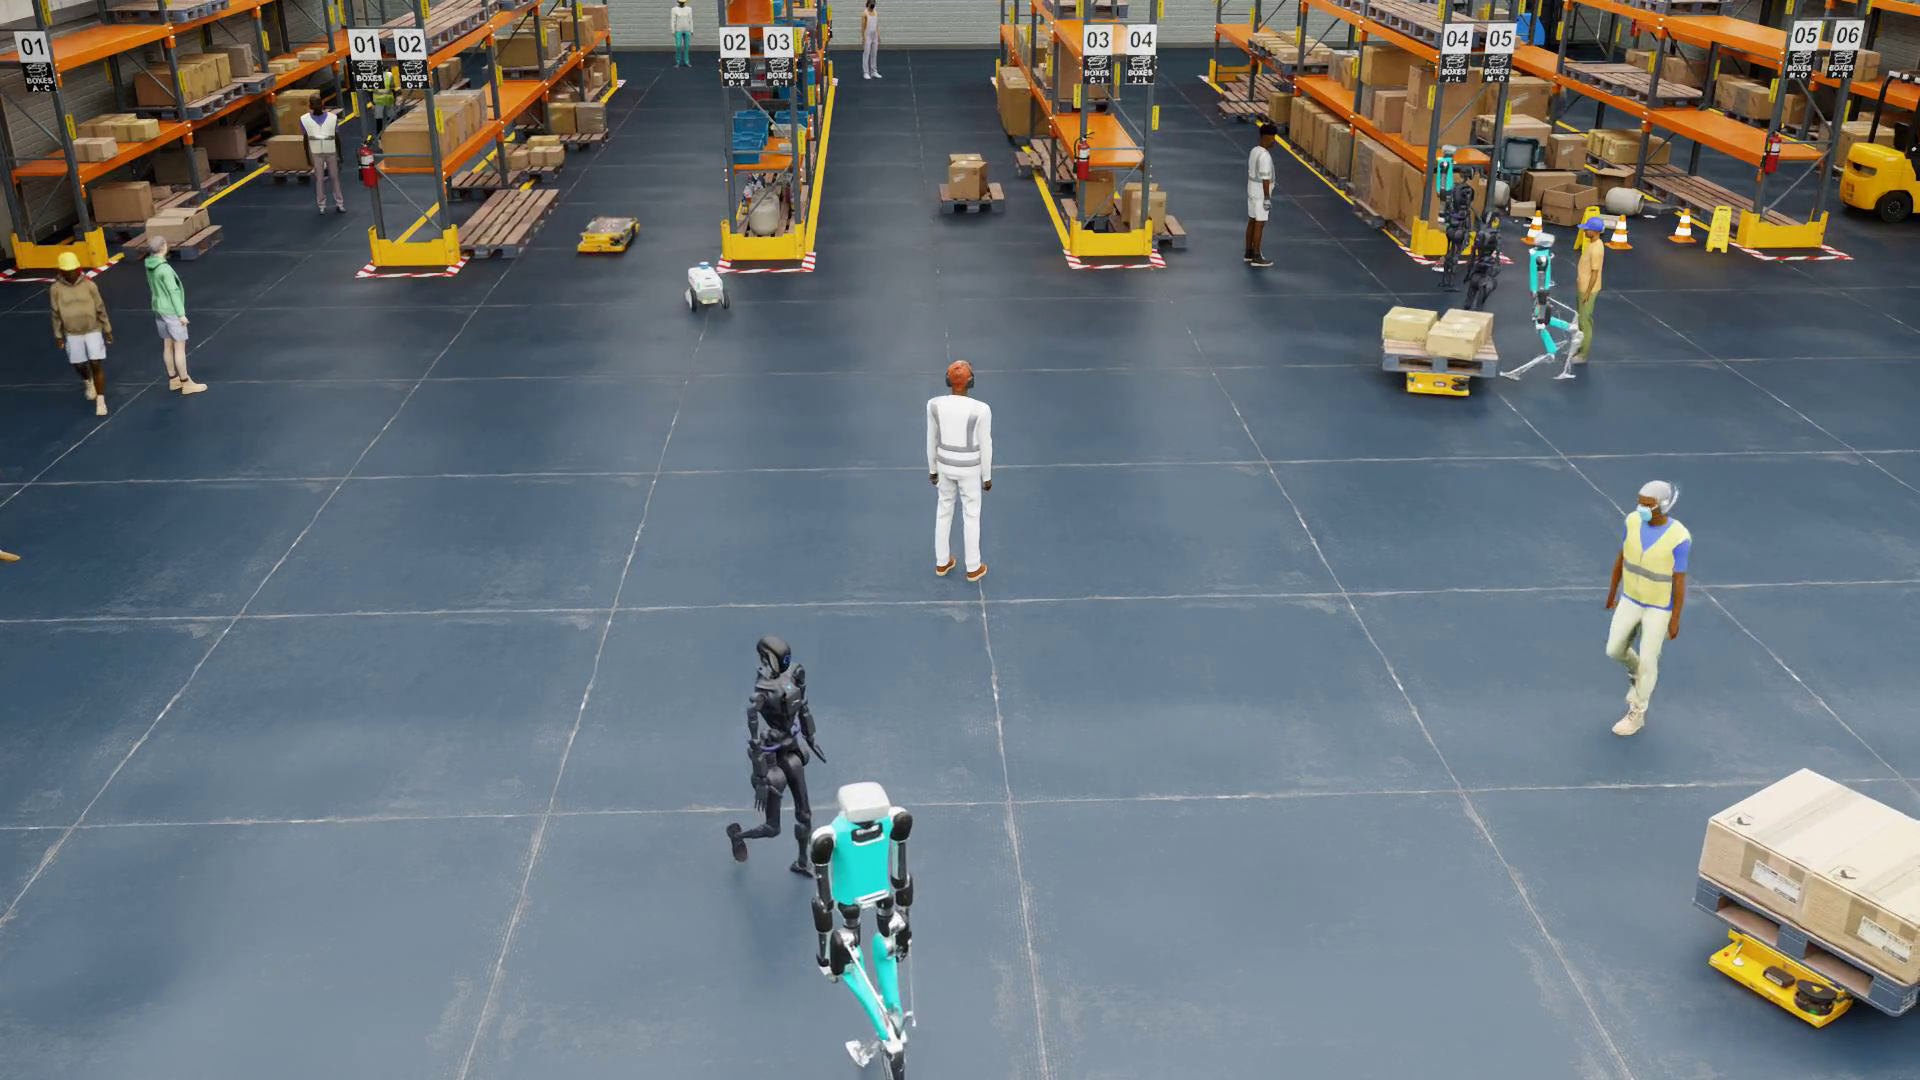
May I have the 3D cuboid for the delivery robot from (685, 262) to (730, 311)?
[{"bbox_3d":[-3.290,-3.270,21.490,0.520,0.613,0.784,-7,25,-16],"label":"delivery robot"}]

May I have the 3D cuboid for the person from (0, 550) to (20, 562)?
[{"bbox_3d":[-8.306,-0.608,13.858,0.380,1.892,0.574,2,24,5],"label":"person"}]

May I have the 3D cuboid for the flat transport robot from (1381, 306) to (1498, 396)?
[{"bbox_3d":[5.377,-1.948,18.850,0.659,0.231,1.431,5,24,11],"label":"flat transport robot"}]

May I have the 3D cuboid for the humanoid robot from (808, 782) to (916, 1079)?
[{"bbox_3d":[-0.341,2.094,8.035,0.533,1.783,1.037,-13,27,-26],"label":"humanoid robot"}]

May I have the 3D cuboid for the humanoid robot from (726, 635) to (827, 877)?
[{"bbox_3d":[-1.109,1.270,9.910,0.622,1.643,0.595,14,27,28],"label":"humanoid robot"}]

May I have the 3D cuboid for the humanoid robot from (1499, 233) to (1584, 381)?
[{"bbox_3d":[6.572,-2.492,18.307,1.036,1.743,0.541,5,24,11],"label":"humanoid robot"}]

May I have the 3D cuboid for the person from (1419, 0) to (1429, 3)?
[{"bbox_3d":[11.661,-12.994,41.790,0.396,1.799,0.586,-6,25,-13],"label":"person"}]

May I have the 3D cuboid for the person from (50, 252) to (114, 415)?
[{"bbox_3d":[-9.297,-2.214,17.627,0.552,1.743,0.583,-11,26,-23],"label":"person"}]

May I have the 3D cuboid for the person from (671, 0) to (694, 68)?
[{"bbox_3d":[-6.757,-12.420,40.554,0.530,1.759,0.364,-13,27,-27],"label":"person"}]

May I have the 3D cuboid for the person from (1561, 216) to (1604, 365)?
[{"bbox_3d":[7.183,-2.872,19.144,0.350,1.716,0.458,6,25,13],"label":"person"}]

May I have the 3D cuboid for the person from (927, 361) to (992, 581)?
[{"bbox_3d":[-0.009,-0.571,13.788,0.574,1.877,0.341,10,26,22],"label":"person"}]

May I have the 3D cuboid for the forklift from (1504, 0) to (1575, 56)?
[{"bbox_3d":[14.700,-13.805,42.301,1.873,2.768,1.129,-1,24,-2],"label":"forklift"}]

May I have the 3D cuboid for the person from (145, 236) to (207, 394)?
[{"bbox_3d":[-8.639,-2.460,18.186,0.481,1.743,0.339,17,29,34],"label":"person"}]

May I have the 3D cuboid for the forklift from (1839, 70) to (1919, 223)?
[{"bbox_3d":[15.132,-6.143,25.915,2.313,2.155,1.214,-1,24,-2],"label":"forklift"}]

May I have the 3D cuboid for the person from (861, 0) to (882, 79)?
[{"bbox_3d":[-2.066,-11.762,38.956,0.546,1.858,0.382,-19,30,-36],"label":"person"}]

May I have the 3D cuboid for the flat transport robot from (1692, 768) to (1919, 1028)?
[{"bbox_3d":[4.964,2.258,9.398,1.431,0.231,0.659,-15,28,-31],"label":"flat transport robot"}]

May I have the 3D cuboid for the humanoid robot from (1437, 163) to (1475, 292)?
[{"bbox_3d":[6.616,-4.161,22.070,0.315,1.659,0.599,-1,24,-2],"label":"humanoid robot"}]

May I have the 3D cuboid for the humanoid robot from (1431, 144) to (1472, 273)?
[{"bbox_3d":[6.786,-4.490,22.742,0.666,1.794,0.539,7,25,16],"label":"humanoid robot"}]

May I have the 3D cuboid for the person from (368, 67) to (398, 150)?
[{"bbox_3d":[-10.753,-8.157,31.042,0.535,1.695,0.322,-17,29,-34],"label":"person"}]

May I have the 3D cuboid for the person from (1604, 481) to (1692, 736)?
[{"bbox_3d":[4.772,0.439,11.518,0.521,1.869,0.577,-16,28,-31],"label":"person"}]

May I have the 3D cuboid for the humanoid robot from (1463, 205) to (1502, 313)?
[{"bbox_3d":[6.244,-3.176,19.881,0.329,1.658,0.595,-7,25,-15],"label":"humanoid robot"}]

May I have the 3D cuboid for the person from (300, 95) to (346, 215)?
[{"bbox_3d":[-10.012,-6.070,26.172,0.563,1.845,0.390,-12,27,-25],"label":"person"}]

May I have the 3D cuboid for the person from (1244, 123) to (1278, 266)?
[{"bbox_3d":[4.207,-4.828,23.244,0.370,1.959,0.602,-4,24,-9],"label":"person"}]

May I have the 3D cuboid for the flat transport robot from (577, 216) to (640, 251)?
[{"bbox_3d":[-5.206,-4.540,24.674,0.659,0.231,1.431,0,24,0],"label":"flat transport robot"}]
